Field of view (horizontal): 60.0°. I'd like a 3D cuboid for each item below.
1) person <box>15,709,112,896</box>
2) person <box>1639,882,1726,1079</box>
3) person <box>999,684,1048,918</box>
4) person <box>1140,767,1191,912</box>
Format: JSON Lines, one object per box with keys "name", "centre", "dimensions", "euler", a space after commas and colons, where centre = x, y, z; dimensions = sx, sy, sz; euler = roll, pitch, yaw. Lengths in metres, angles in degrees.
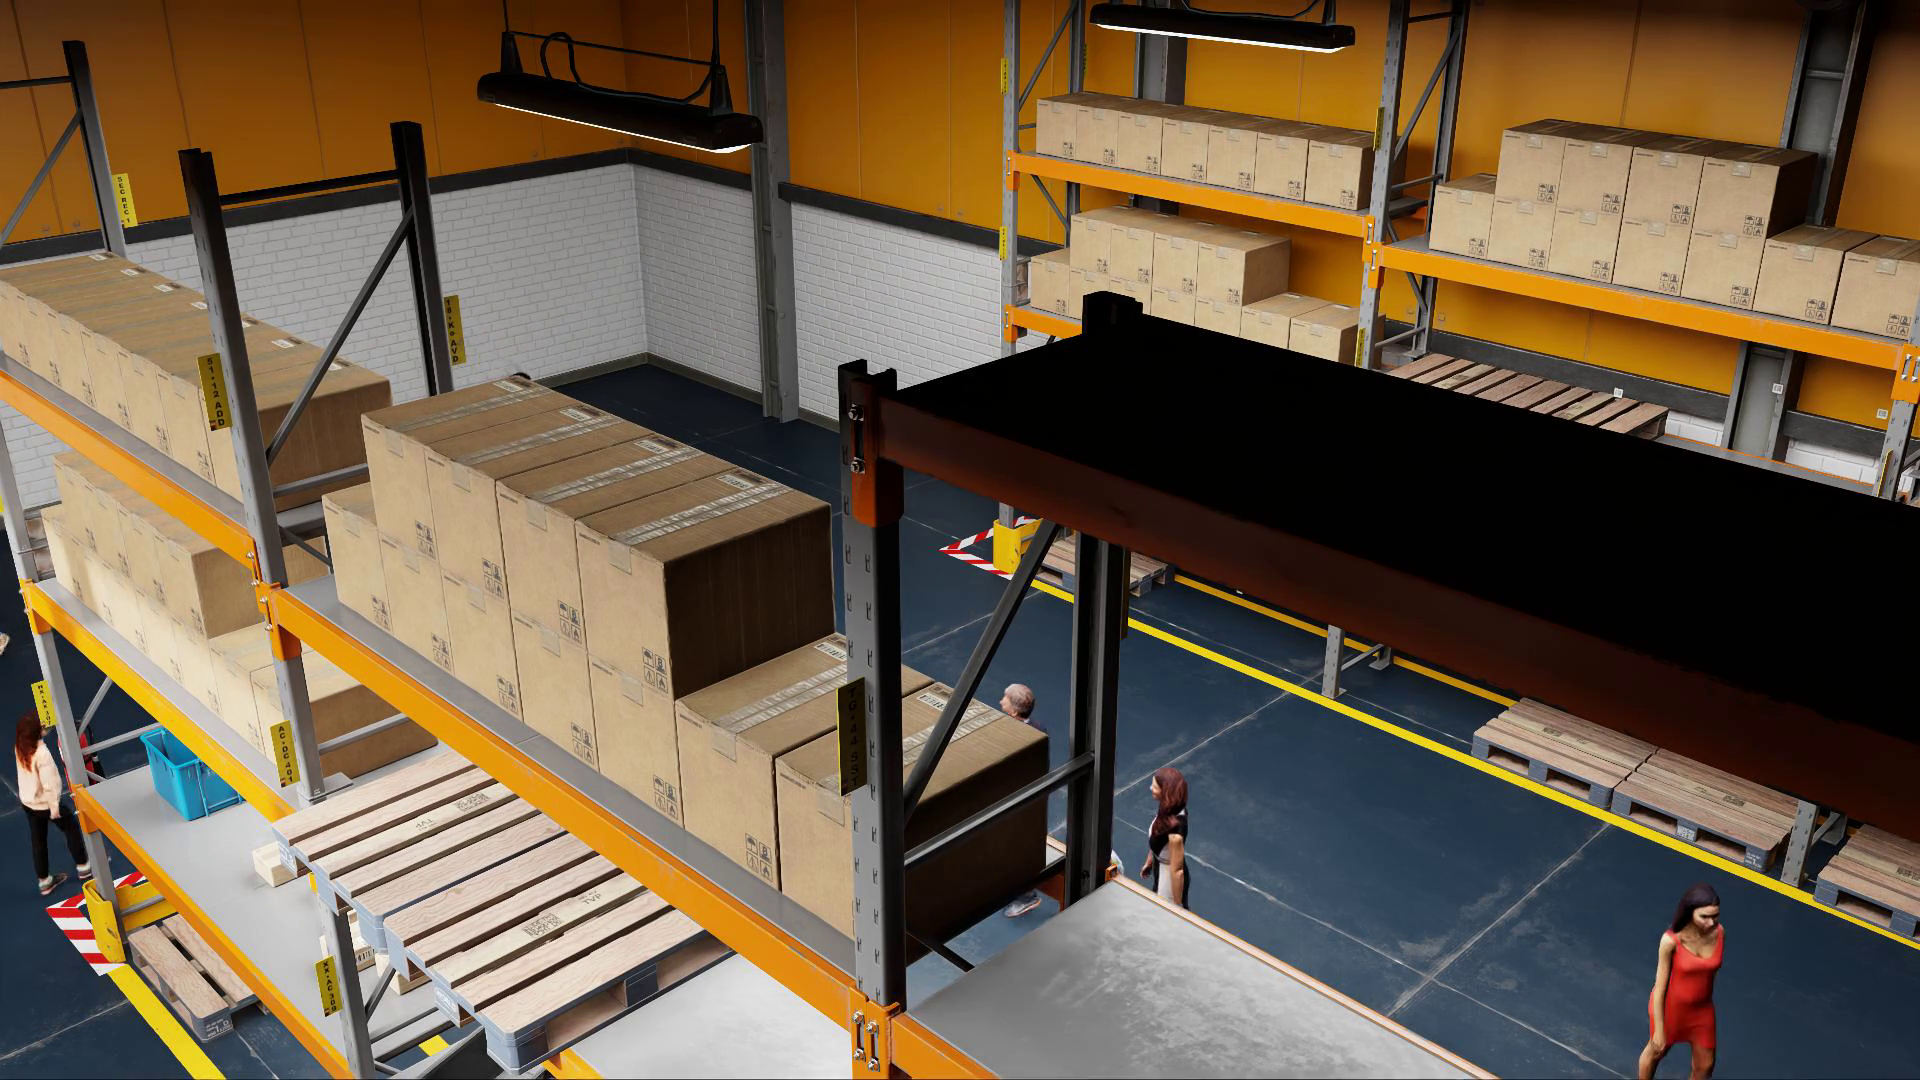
{"name": "person", "centre": [-6.613, 1.897, 11.894], "dimensions": [0.737, 1.457, 0.766], "euler": [11, 26, 24]}
{"name": "person", "centre": [4.167, 2.700, 9.756], "dimensions": [0.822, 1.697, 0.928], "euler": [-6, 24, -14]}
{"name": "person", "centre": [0.476, 1.840, 11.590], "dimensions": [0.765, 1.805, 0.766], "euler": [12, 27, 26]}
{"name": "person", "centre": [1.430, 2.261, 10.670], "dimensions": [1.097, 1.770, 0.953], "euler": [4, 24, 9]}
